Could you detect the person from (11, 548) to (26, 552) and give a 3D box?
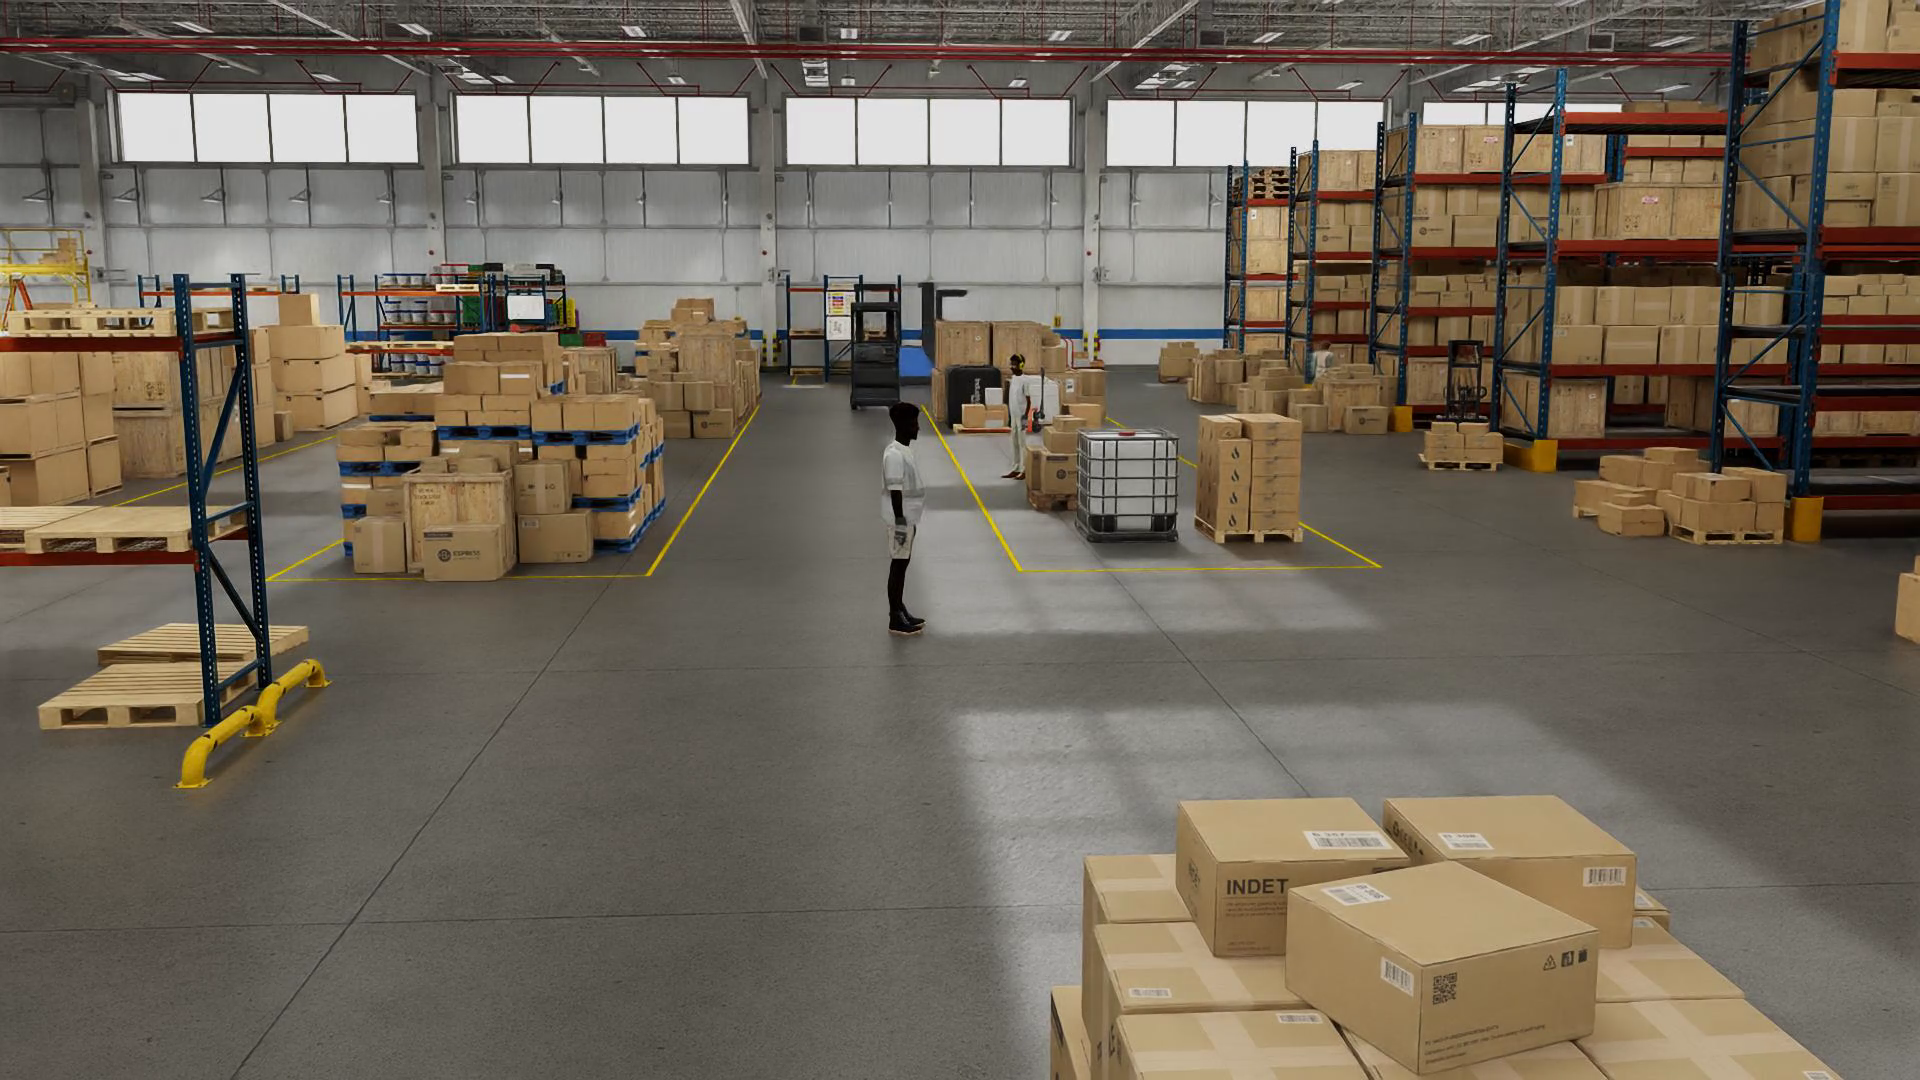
[{"bbox_3d":[-10.271,-0.682,17.396,0.643,1.893,0.981,3,9,16],"label":"person"}]

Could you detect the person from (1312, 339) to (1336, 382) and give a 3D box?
[{"bbox_3d":[7.985,-3.559,36.290,0.603,1.616,0.541,-8,12,-41],"label":"person"}]

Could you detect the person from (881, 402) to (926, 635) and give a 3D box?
[{"bbox_3d":[-0.478,-0.189,14.078,0.367,1.966,0.607,1,9,5],"label":"person"}]

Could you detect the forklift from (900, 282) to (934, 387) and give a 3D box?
[{"bbox_3d":[-0.887,-5.560,44.939,1.873,2.768,1.129,-1,9,-4],"label":"forklift"}]

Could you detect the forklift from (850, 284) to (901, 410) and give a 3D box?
[{"bbox_3d":[-1.922,-4.383,37.550,1.129,2.768,1.873,-1,9,-5],"label":"forklift"}]

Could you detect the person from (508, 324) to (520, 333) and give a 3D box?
[{"bbox_3d":[-10.337,-4.127,39.113,1.020,1.884,0.533,-4,10,-26],"label":"person"}]

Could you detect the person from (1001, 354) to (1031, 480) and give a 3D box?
[{"bbox_3d":[0.859,-1.817,24.617,0.320,1.867,0.541,-5,10,-30],"label":"person"}]

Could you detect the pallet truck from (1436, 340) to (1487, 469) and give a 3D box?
[{"bbox_3d":[8.004,-2.170,26.422,0.823,1.965,1.885,2,9,14],"label":"pallet truck"}]
